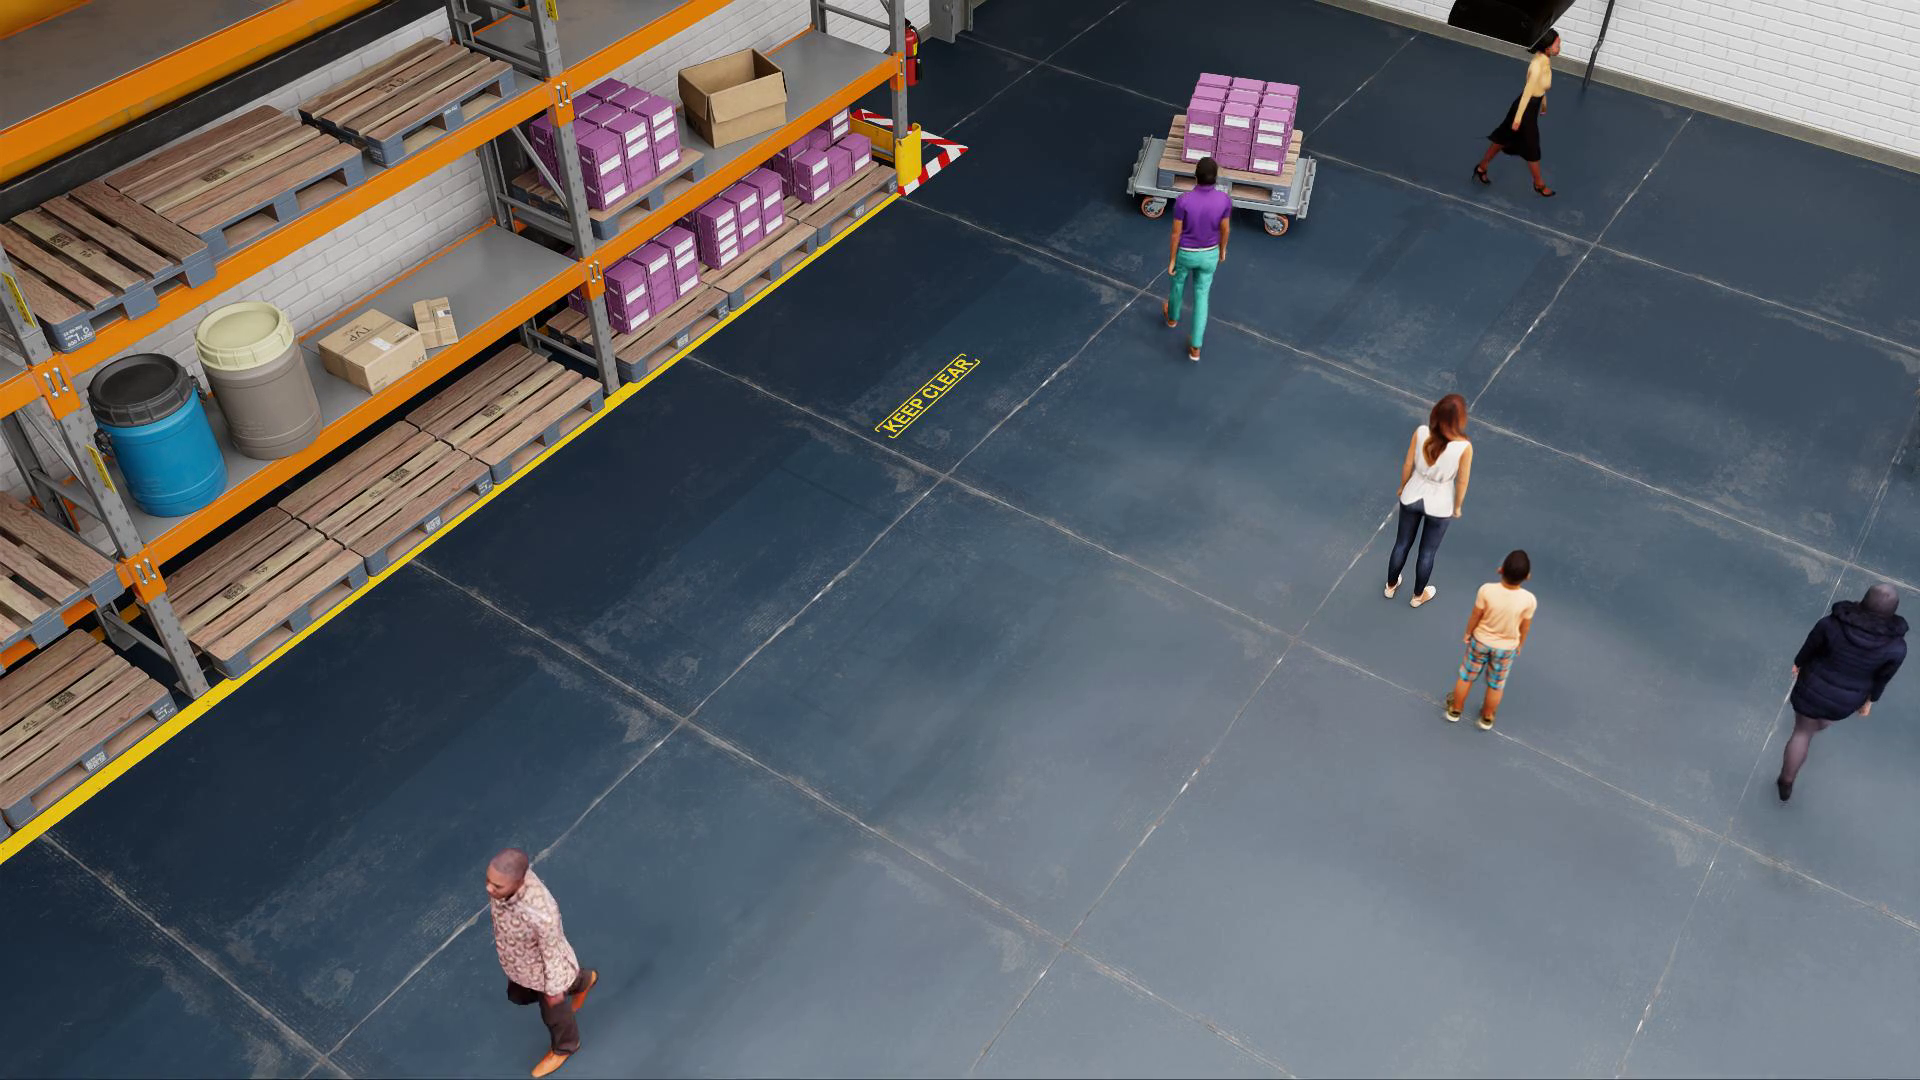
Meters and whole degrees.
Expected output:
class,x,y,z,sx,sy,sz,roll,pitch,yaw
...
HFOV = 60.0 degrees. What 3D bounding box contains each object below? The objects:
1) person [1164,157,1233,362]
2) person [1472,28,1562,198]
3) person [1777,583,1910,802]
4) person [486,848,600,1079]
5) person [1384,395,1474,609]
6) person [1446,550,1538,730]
class,x,y,z,sx,sy,sz,roll,pitch,yaw
person,1.927,-2.249,13.427,1.017,1.741,1.134,-2,44,-2
person,5.105,-3.915,15.271,0.806,1.610,1.005,15,46,15
person,5.315,0.939,10.158,0.766,1.635,1.089,20,47,20
person,-2.158,2.160,8.763,0.758,1.791,0.863,34,53,31
person,3.175,-0.257,11.305,0.593,1.784,0.507,26,49,24
person,3.409,0.644,10.596,0.551,1.458,0.544,16,46,16
